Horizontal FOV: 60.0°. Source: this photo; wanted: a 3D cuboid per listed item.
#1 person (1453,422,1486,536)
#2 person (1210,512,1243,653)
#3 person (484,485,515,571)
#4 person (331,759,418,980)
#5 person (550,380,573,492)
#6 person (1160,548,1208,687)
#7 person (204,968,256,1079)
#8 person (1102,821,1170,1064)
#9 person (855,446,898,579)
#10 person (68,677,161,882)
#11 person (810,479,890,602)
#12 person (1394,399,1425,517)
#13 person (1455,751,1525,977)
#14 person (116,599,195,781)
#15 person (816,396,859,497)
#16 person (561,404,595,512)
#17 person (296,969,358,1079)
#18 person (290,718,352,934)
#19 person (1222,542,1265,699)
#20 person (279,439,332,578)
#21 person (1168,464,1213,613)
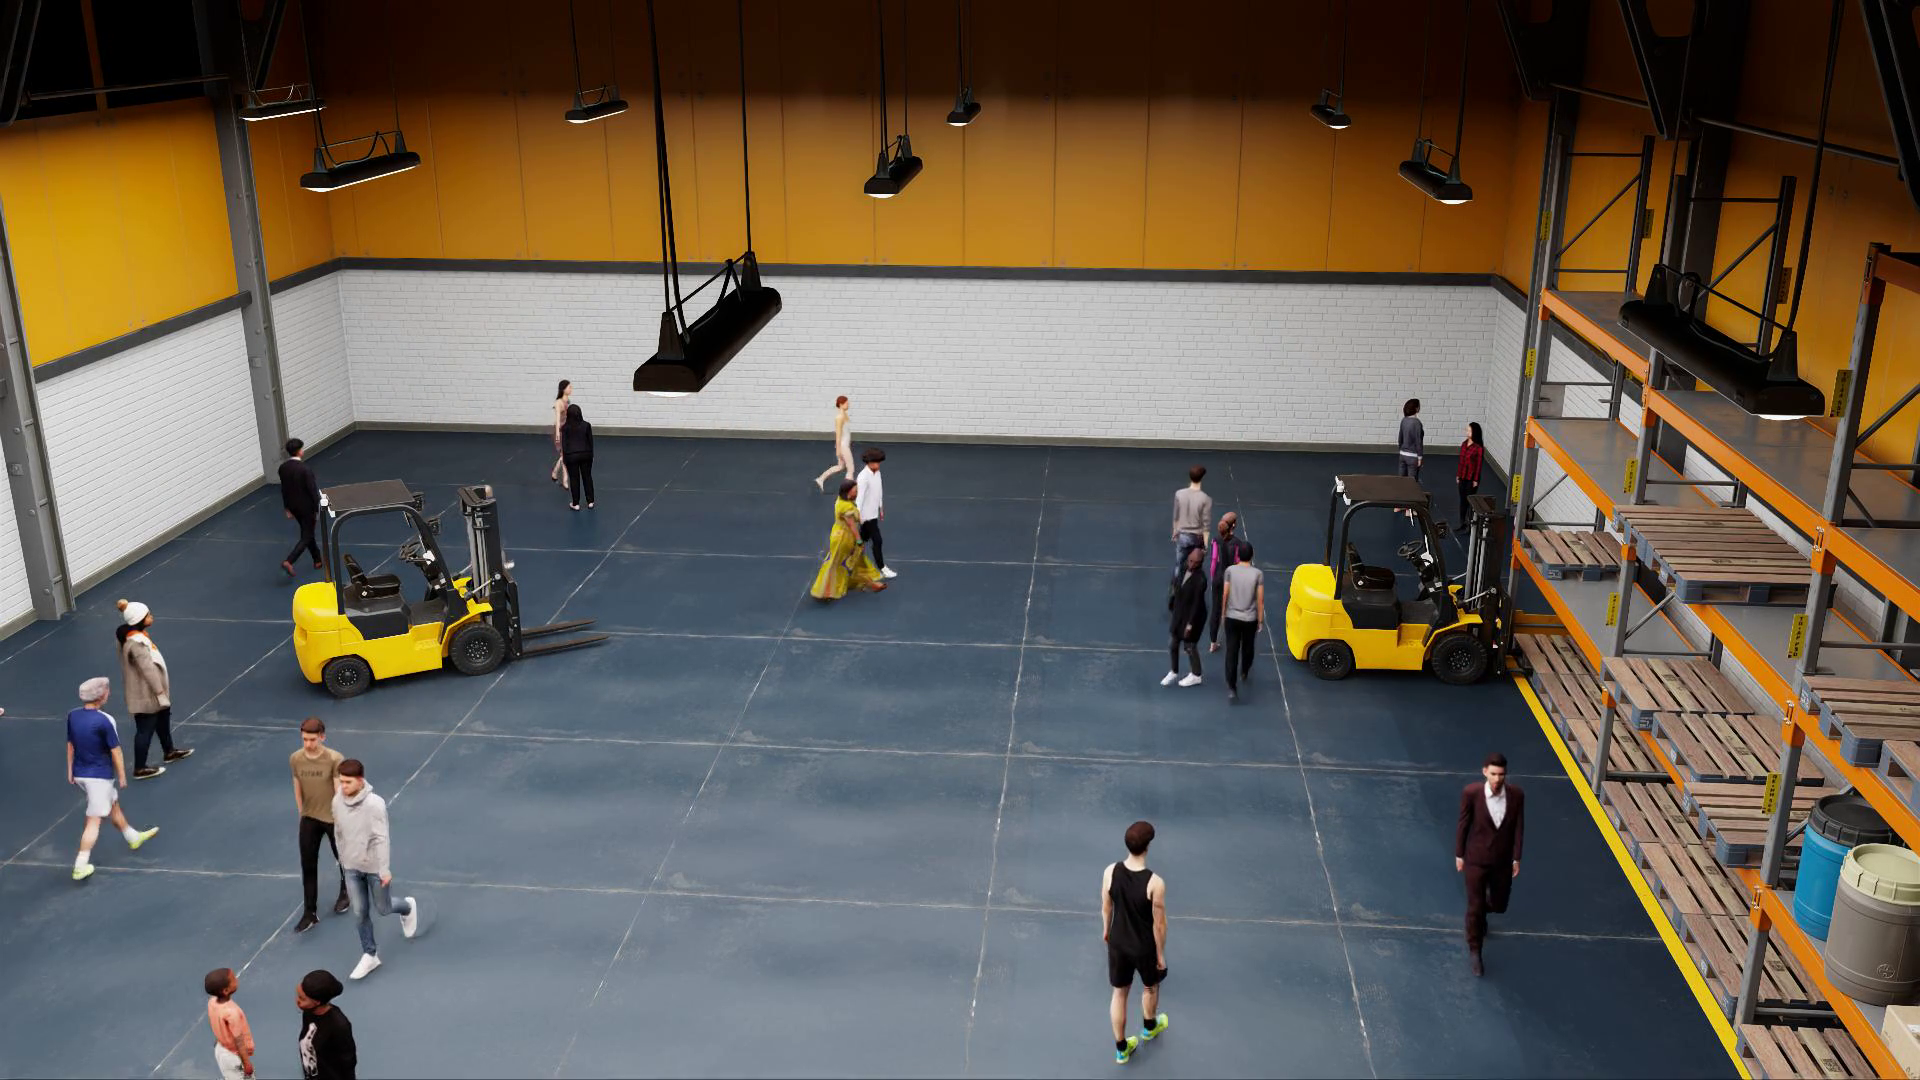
[{"bbox_3d":[7.350,-0.900,23.946,0.716,1.652,0.604,-8,20,-23],"label":"person"},{"bbox_3d":[3.145,0.500,19.632,0.644,1.752,0.678,10,21,28],"label":"person"},{"bbox_3d":[-6.332,-0.105,22.218,0.744,1.249,0.935,11,21,29],"label":"person"},{"bbox_3d":[-4.698,2.566,13.357,0.790,1.842,1.072,5,19,16],"label":"person"},{"bbox_3d":[-6.225,-1.612,25.899,0.772,1.755,0.754,6,19,17],"label":"person"},{"bbox_3d":[2.600,0.863,18.618,0.948,1.712,0.871,-6,20,-18],"label":"person"},{"bbox_3d":[-5.005,3.534,11.339,0.885,1.295,0.805,-17,25,-41],"label":"person"},{"bbox_3d":[1.232,2.971,12.101,0.891,1.876,0.986,10,21,26],"label":"person"},{"bbox_3d":[-1.302,-0.376,22.203,0.956,1.772,1.145,8,20,23],"label":"person"},{"bbox_3d":[-7.729,2.135,14.736,0.876,1.778,1.226,5,19,15],"label":"person"},{"bbox_3d":[-1.550,0.055,21.197,1.027,1.598,1.276,-3,19,-9],"label":"person"},{"bbox_3d":[6.708,-1.249,24.802,0.752,1.768,0.649,-10,21,-27],"label":"person"},{"bbox_3d":[4.260,2.533,13.442,0.669,1.850,0.977,1,19,4],"label":"person"},{"bbox_3d":[-8.211,1.489,16.511,1.024,1.870,0.972,-13,23,-35],"label":"person"},{"bbox_3d":[-1.874,-1.417,25.534,0.633,1.619,0.896,1,19,3],"label":"person"},{"bbox_3d":[-5.754,-1.255,25.056,0.773,1.616,0.805,-10,21,-28],"label":"person"},{"bbox_3d":[-4.083,3.509,10.819,0.674,1.674,0.677,12,22,31],"label":"person"},{"bbox_3d":[-5.330,2.322,14.108,0.666,1.826,0.976,1,19,3],"label":"person"},{"bbox_3d":[3.112,0.919,18.455,0.621,1.710,1.146,3,19,9],"label":"person"},{"bbox_3d":[-8.826,-0.400,22.144,0.971,1.855,1.247,8,20,23],"label":"person"},{"bbox_3d":[2.862,0.010,20.872,0.923,1.889,1.122,9,21,25],"label":"person"}]
